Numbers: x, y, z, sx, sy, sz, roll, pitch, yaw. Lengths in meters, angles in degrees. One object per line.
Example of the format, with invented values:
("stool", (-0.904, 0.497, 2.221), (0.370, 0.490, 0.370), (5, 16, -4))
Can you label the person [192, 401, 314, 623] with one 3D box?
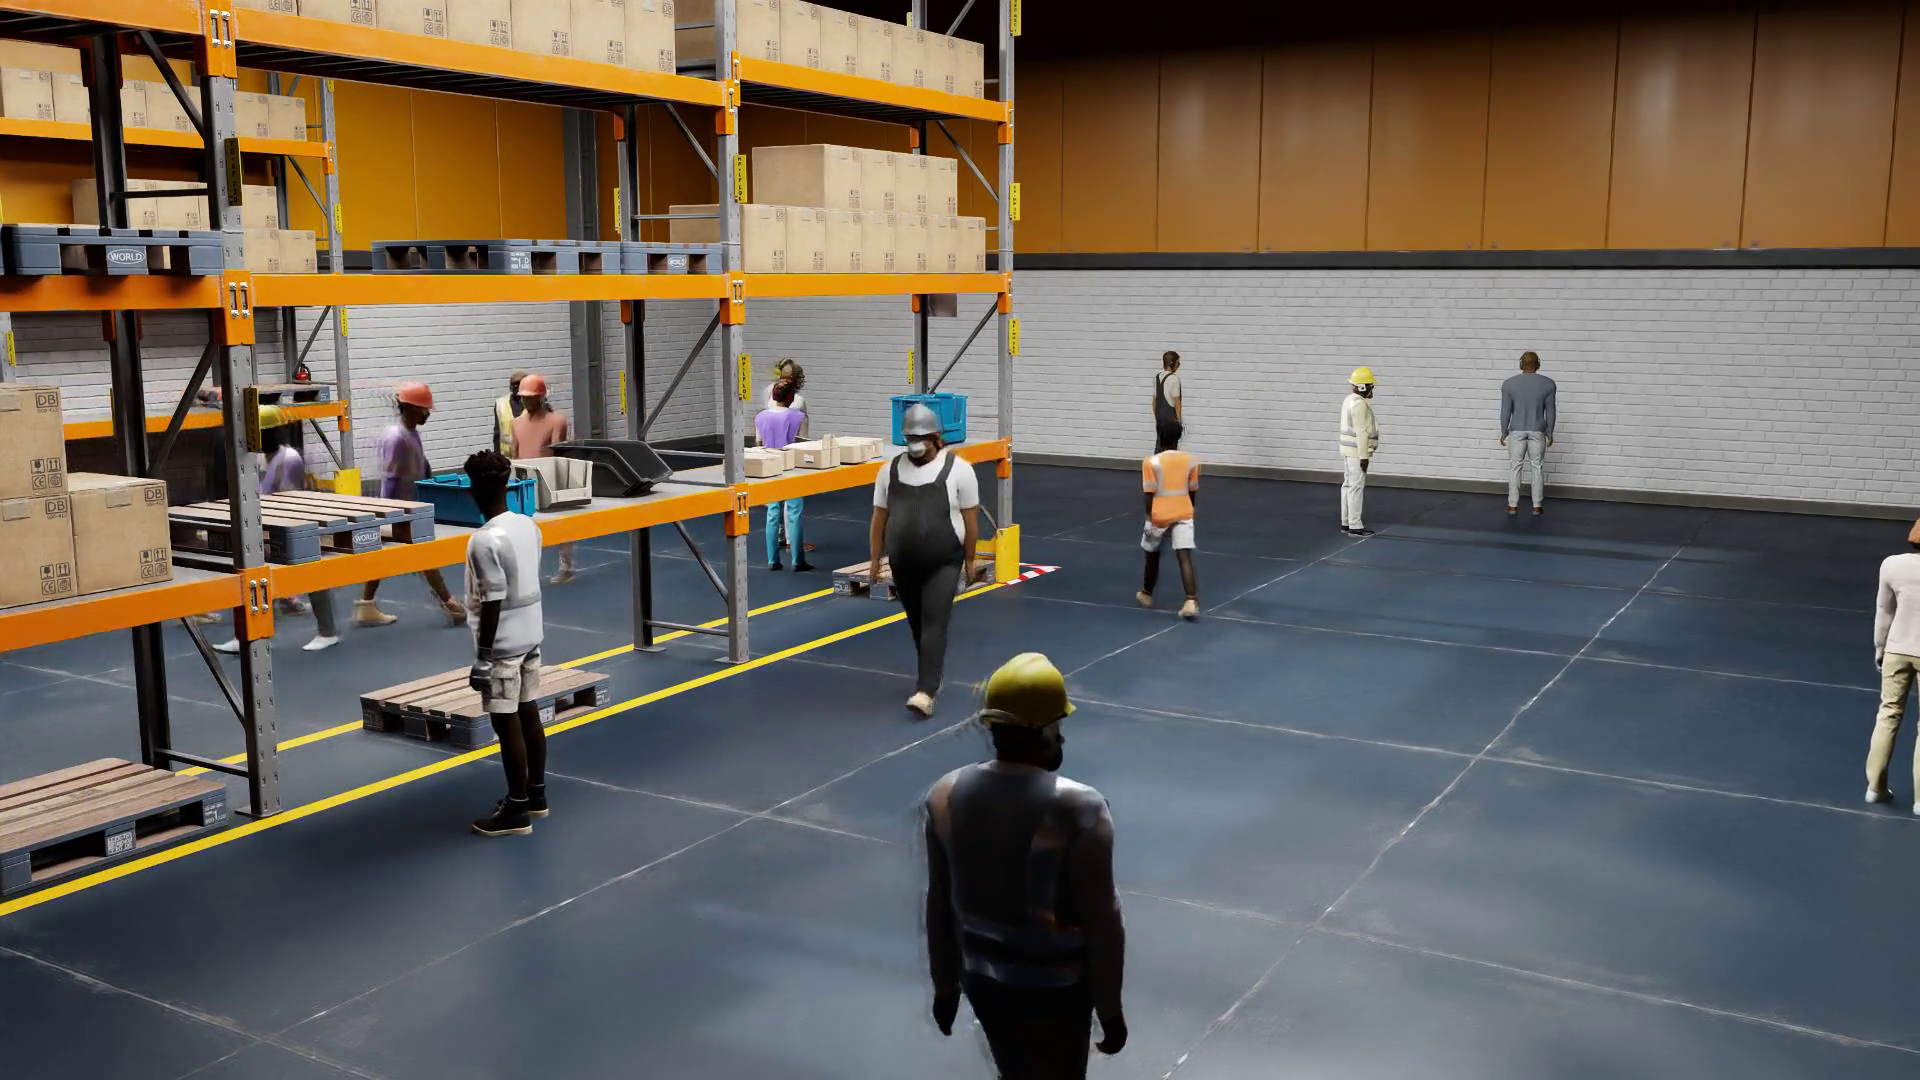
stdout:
("person", (-5.882, -0.283, 13.530), (1.044, 1.941, 0.625), (-6, 11, -34))

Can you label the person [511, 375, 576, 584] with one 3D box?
("person", (-3.799, -0.500, 14.884), (0.617, 1.936, 1.003), (3, 10, 17))

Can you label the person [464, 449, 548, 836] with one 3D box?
("person", (-2.311, 0.516, 8.437), (0.368, 1.963, 0.609), (2, 9, 9))

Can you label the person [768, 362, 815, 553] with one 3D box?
("person", (-1.739, -0.840, 16.982), (0.356, 1.938, 0.633), (-6, 11, -33))

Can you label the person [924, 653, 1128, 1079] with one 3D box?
("person", (0.144, 1.216, 4.571), (0.593, 1.807, 0.757), (8, 12, 39))

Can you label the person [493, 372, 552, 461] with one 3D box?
("person", (-4.563, -0.831, 17.280), (0.667, 1.817, 0.691), (0, 9, 3))

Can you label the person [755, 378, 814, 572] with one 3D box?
("person", (-1.675, -0.609, 15.829), (0.567, 1.847, 0.389), (3, 10, 20))

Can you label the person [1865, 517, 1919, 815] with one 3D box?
("person", (5.078, 0.631, 8.782), (0.284, 1.626, 0.504), (-6, 11, -35))

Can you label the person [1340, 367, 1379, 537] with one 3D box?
("person", (4.323, -0.953, 18.013), (0.404, 1.835, 0.586), (0, 9, -1))

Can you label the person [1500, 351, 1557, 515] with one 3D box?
("person", (6.683, -1.257, 19.606), (0.627, 1.934, 0.370), (3, 9, 16))

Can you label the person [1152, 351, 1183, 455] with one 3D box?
("person", (2.711, -1.535, 21.630), (0.343, 1.840, 0.507), (-6, 11, -33))

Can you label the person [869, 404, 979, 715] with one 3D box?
("person", (-0.284, 0.099, 10.804), (0.696, 2.000, 0.992), (3, 10, 19))

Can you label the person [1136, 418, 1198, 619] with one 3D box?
("person", (1.752, -0.188, 13.823), (0.537, 1.643, 0.923), (-3, 10, -18))

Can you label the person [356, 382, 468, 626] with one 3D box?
("person", (-4.375, -0.272, 13.322), (1.069, 1.970, 0.641), (-2, 9, -10))

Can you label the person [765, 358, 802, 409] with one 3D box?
("person", (-2.096, -1.245, 19.846), (0.504, 1.840, 0.509), (8, 12, 42))

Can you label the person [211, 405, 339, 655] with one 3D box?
("person", (-5.084, -0.056, 12.309), (0.594, 1.871, 0.972), (7, 11, 36))
